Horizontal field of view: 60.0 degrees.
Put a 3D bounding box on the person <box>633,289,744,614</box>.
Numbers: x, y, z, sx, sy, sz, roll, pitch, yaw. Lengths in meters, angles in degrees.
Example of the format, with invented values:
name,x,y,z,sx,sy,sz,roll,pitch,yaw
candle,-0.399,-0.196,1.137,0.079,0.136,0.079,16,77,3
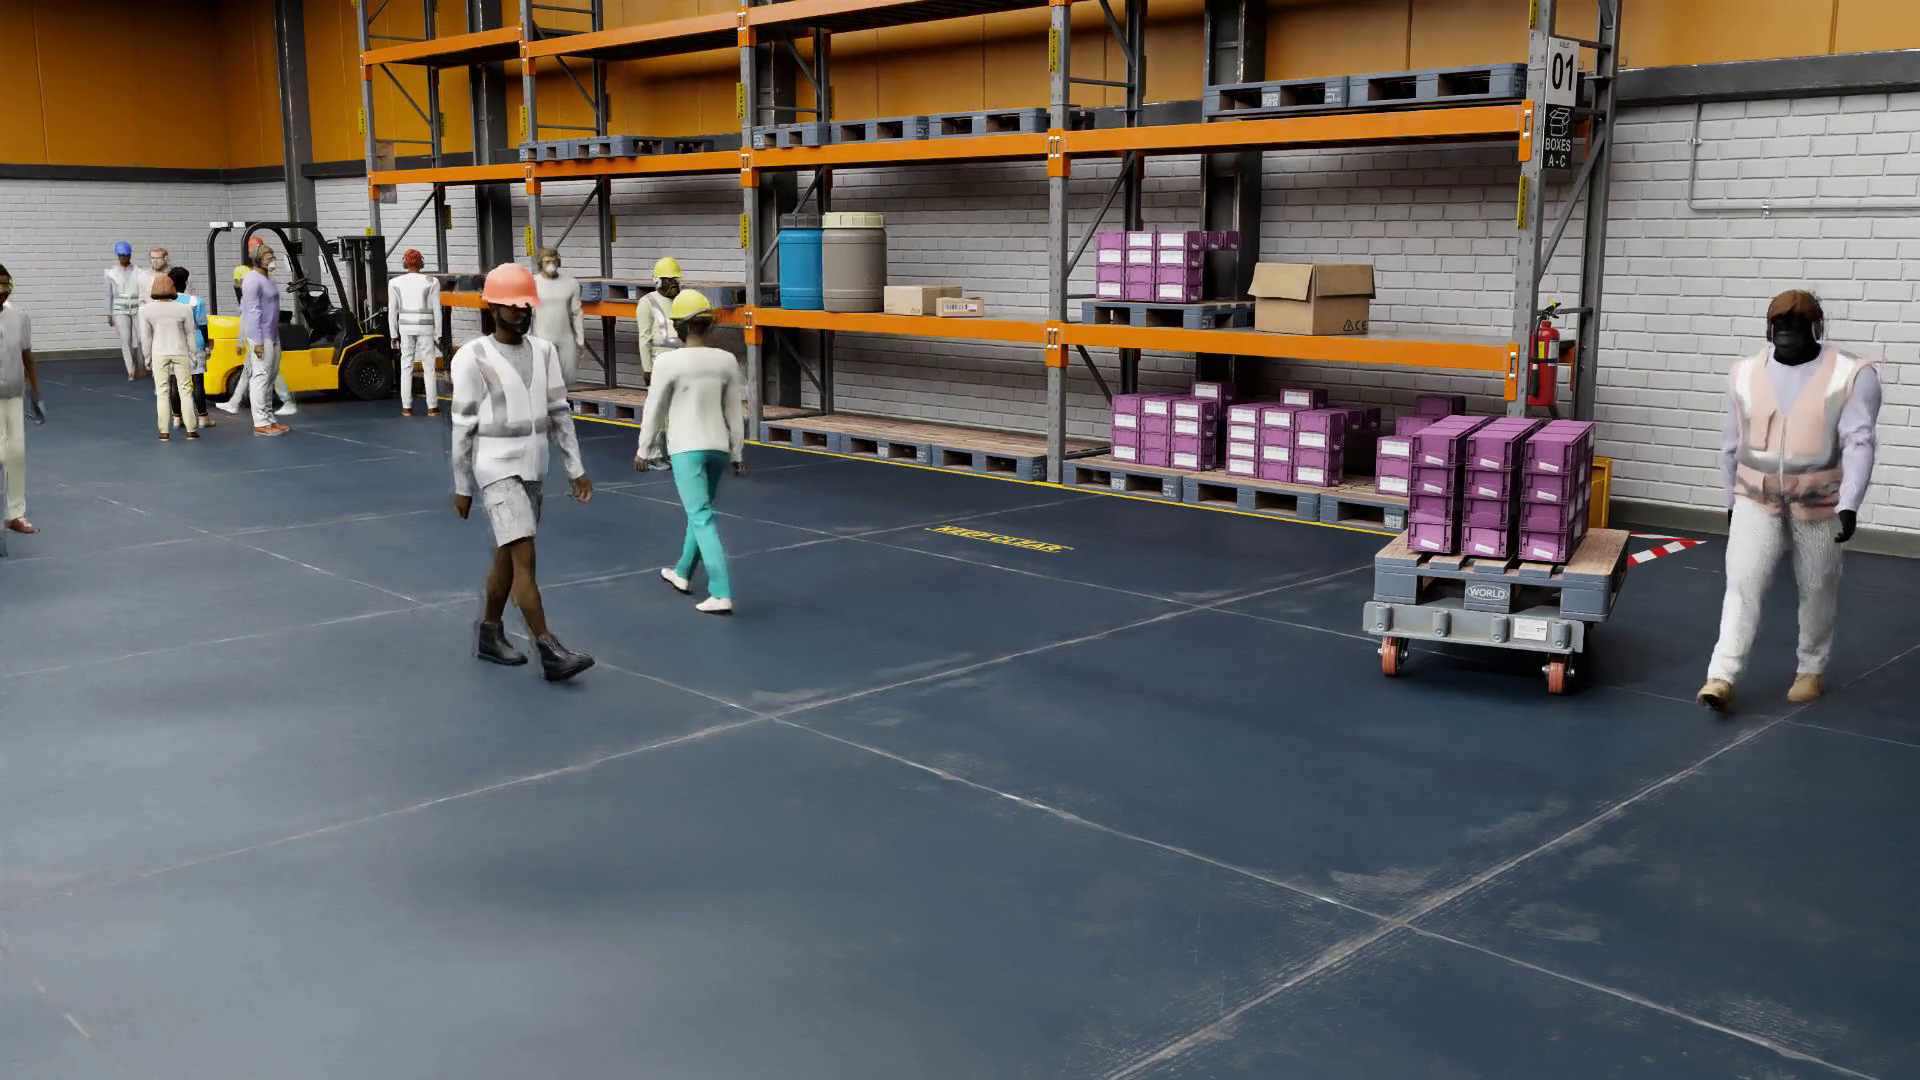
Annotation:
name,x,y,z,sx,sy,sz,roll,pitch,yaw
person,-1.484,-0.486,9.059,0.880,1.725,0.535,10,14,43

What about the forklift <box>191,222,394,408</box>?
name,x,y,z,sx,sy,sz,roll,pitch,yaw
forklift,-8.169,-2.758,20.163,2.313,2.155,1.214,-10,14,-44

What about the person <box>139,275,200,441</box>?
name,x,y,z,sx,sy,sz,roll,pitch,yaw
person,-7.810,-1.798,16.451,0.500,1.636,0.286,-4,11,-23

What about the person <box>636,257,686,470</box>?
name,x,y,z,sx,sy,sz,roll,pitch,yaw
person,-2.533,-1.536,14.487,0.404,1.833,0.591,7,13,34

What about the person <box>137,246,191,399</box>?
name,x,y,z,sx,sy,sz,roll,pitch,yaw
person,-9.815,-2.674,20.541,0.658,1.893,0.413,-1,10,-7

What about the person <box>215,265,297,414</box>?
name,x,y,z,sx,sy,sz,roll,pitch,yaw
person,-7.957,-2.238,18.712,0.940,1.678,0.495,-1,10,-5

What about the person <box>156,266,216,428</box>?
name,x,y,z,sx,sy,sz,roll,pitch,yaw
person,-8.138,-2.015,17.464,0.534,1.699,0.318,-1,10,-6

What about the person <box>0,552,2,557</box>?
name,x,y,z,sx,sy,sz,roll,pitch,yaw
person,-6.309,-0.810,10.376,0.537,1.902,0.672,-3,11,-15

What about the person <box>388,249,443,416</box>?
name,x,y,z,sx,sy,sz,roll,pitch,yaw
person,-6.121,-2.327,18.716,0.594,1.873,0.367,0,10,-2

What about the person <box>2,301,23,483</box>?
name,x,y,z,sx,sy,sz,roll,pitch,yaw
person,-7.864,-1.335,13.391,0.589,1.833,0.404,-7,12,-33

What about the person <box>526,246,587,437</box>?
name,x,y,z,sx,sy,sz,roll,pitch,yaw
person,-4.135,-2.014,16.857,0.645,1.920,0.650,-7,13,-34

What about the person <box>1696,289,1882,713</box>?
name,x,y,z,sx,sy,sz,roll,pitch,yaw
person,3.491,-0.145,7.016,0.635,1.789,0.971,8,13,39

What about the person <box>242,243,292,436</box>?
name,x,y,z,sx,sy,sz,roll,pitch,yaw
person,-7.059,-2.029,16.886,0.352,1.937,0.635,-1,10,-7

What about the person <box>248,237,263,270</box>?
name,x,y,z,sx,sy,sz,roll,pitch,yaw
person,-10.443,-3.497,24.737,0.380,1.996,0.608,-1,10,-8

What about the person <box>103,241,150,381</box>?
name,x,y,z,sx,sy,sz,roll,pitch,yaw
person,-11.551,-3.175,23.128,0.636,1.936,0.435,-5,12,-26

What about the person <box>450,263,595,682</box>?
name,x,y,z,sx,sy,sz,roll,pitch,yaw
person,-1.965,-0.304,7.612,0.931,1.890,0.548,6,12,31

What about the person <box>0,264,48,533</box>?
name,x,y,z,sx,sy,sz,roll,pitch,yaw
person,-6.495,-0.949,11.247,0.436,1.852,0.542,5,12,27
